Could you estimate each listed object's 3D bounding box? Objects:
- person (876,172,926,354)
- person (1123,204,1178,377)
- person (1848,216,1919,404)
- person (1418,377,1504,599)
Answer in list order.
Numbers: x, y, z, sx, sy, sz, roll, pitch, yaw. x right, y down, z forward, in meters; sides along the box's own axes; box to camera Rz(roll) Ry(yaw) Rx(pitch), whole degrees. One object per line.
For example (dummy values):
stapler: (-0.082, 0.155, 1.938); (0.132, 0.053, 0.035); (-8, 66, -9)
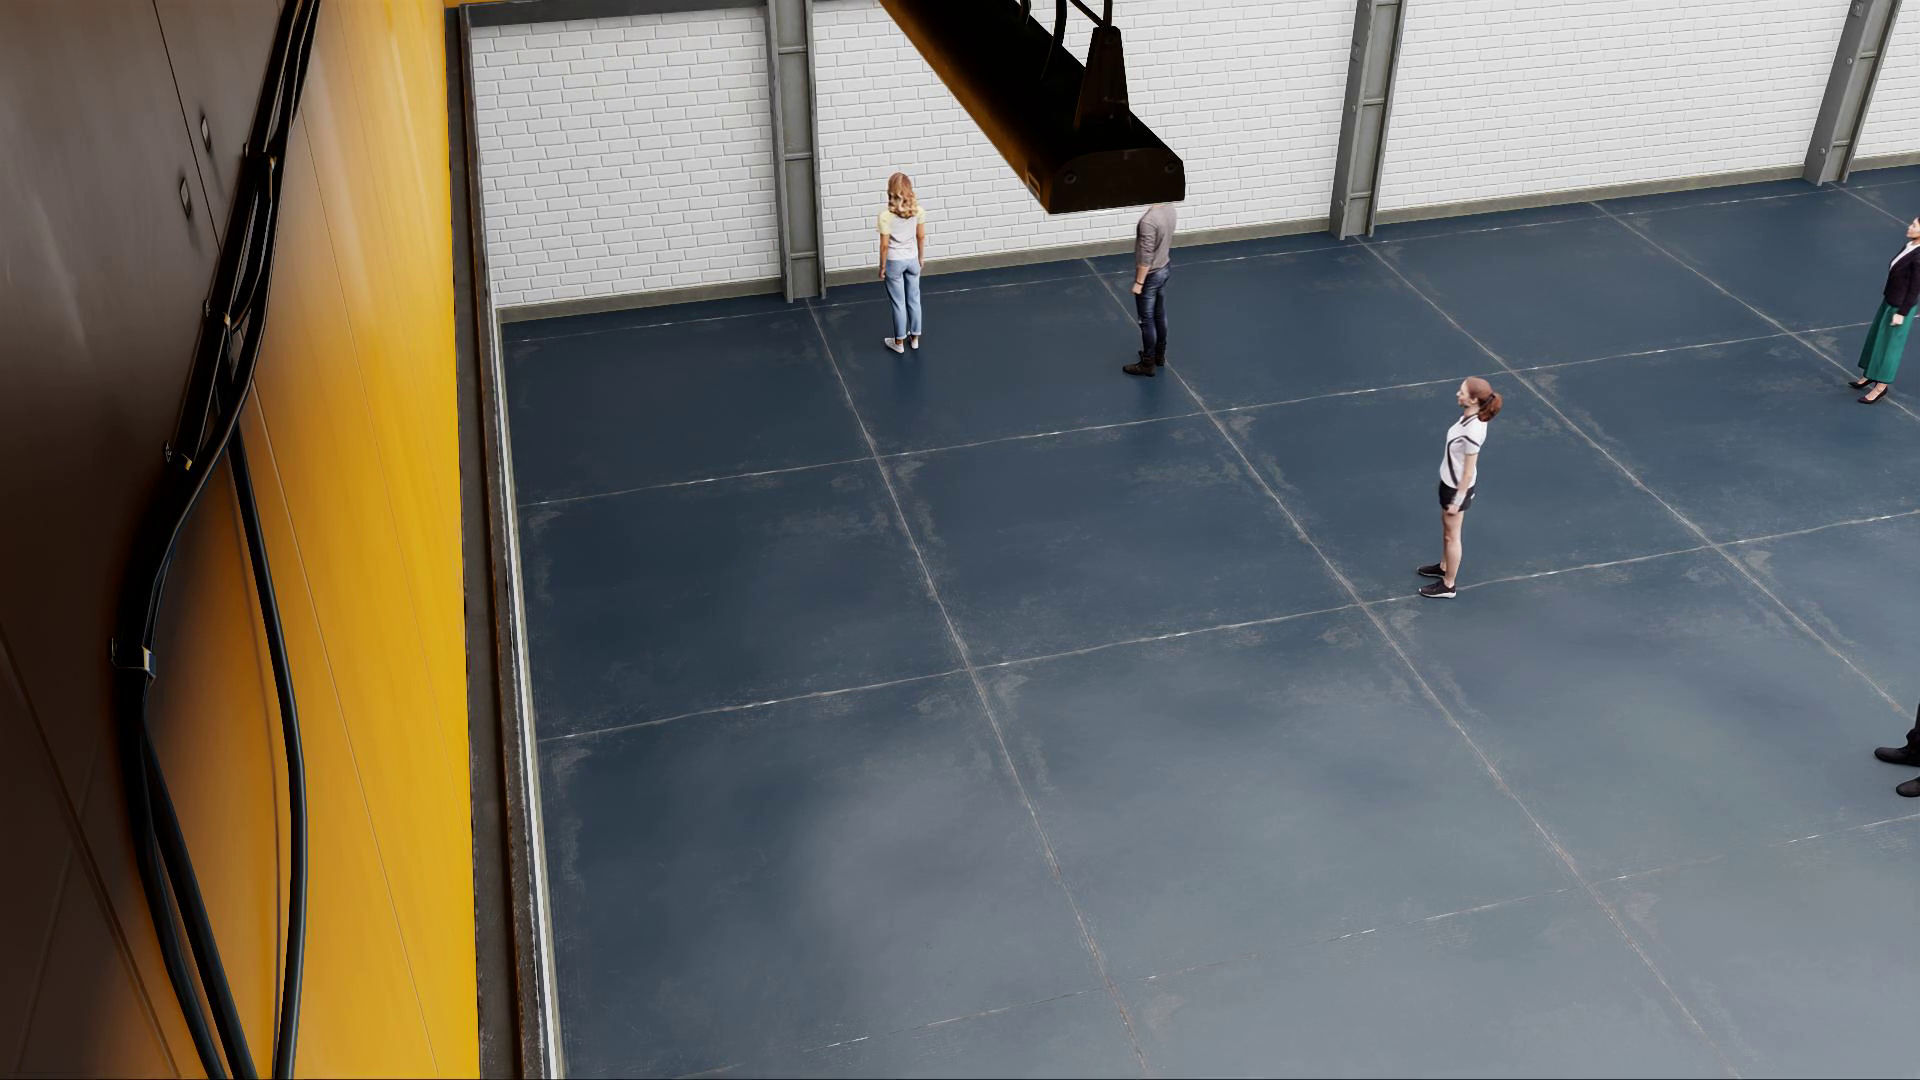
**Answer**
person: (-0.530, -2.540, 15.263); (0.573, 1.723, 0.736); (-17, 37, -24)
person: (1.722, -2.382, 14.863); (0.822, 1.903, 0.754); (19, 38, 26)
person: (8.157, -2.022, 14.469); (0.683, 1.739, 0.702); (7, 34, 10)
person: (3.591, -0.388, 11.999); (0.683, 1.752, 0.662); (6, 34, 9)
